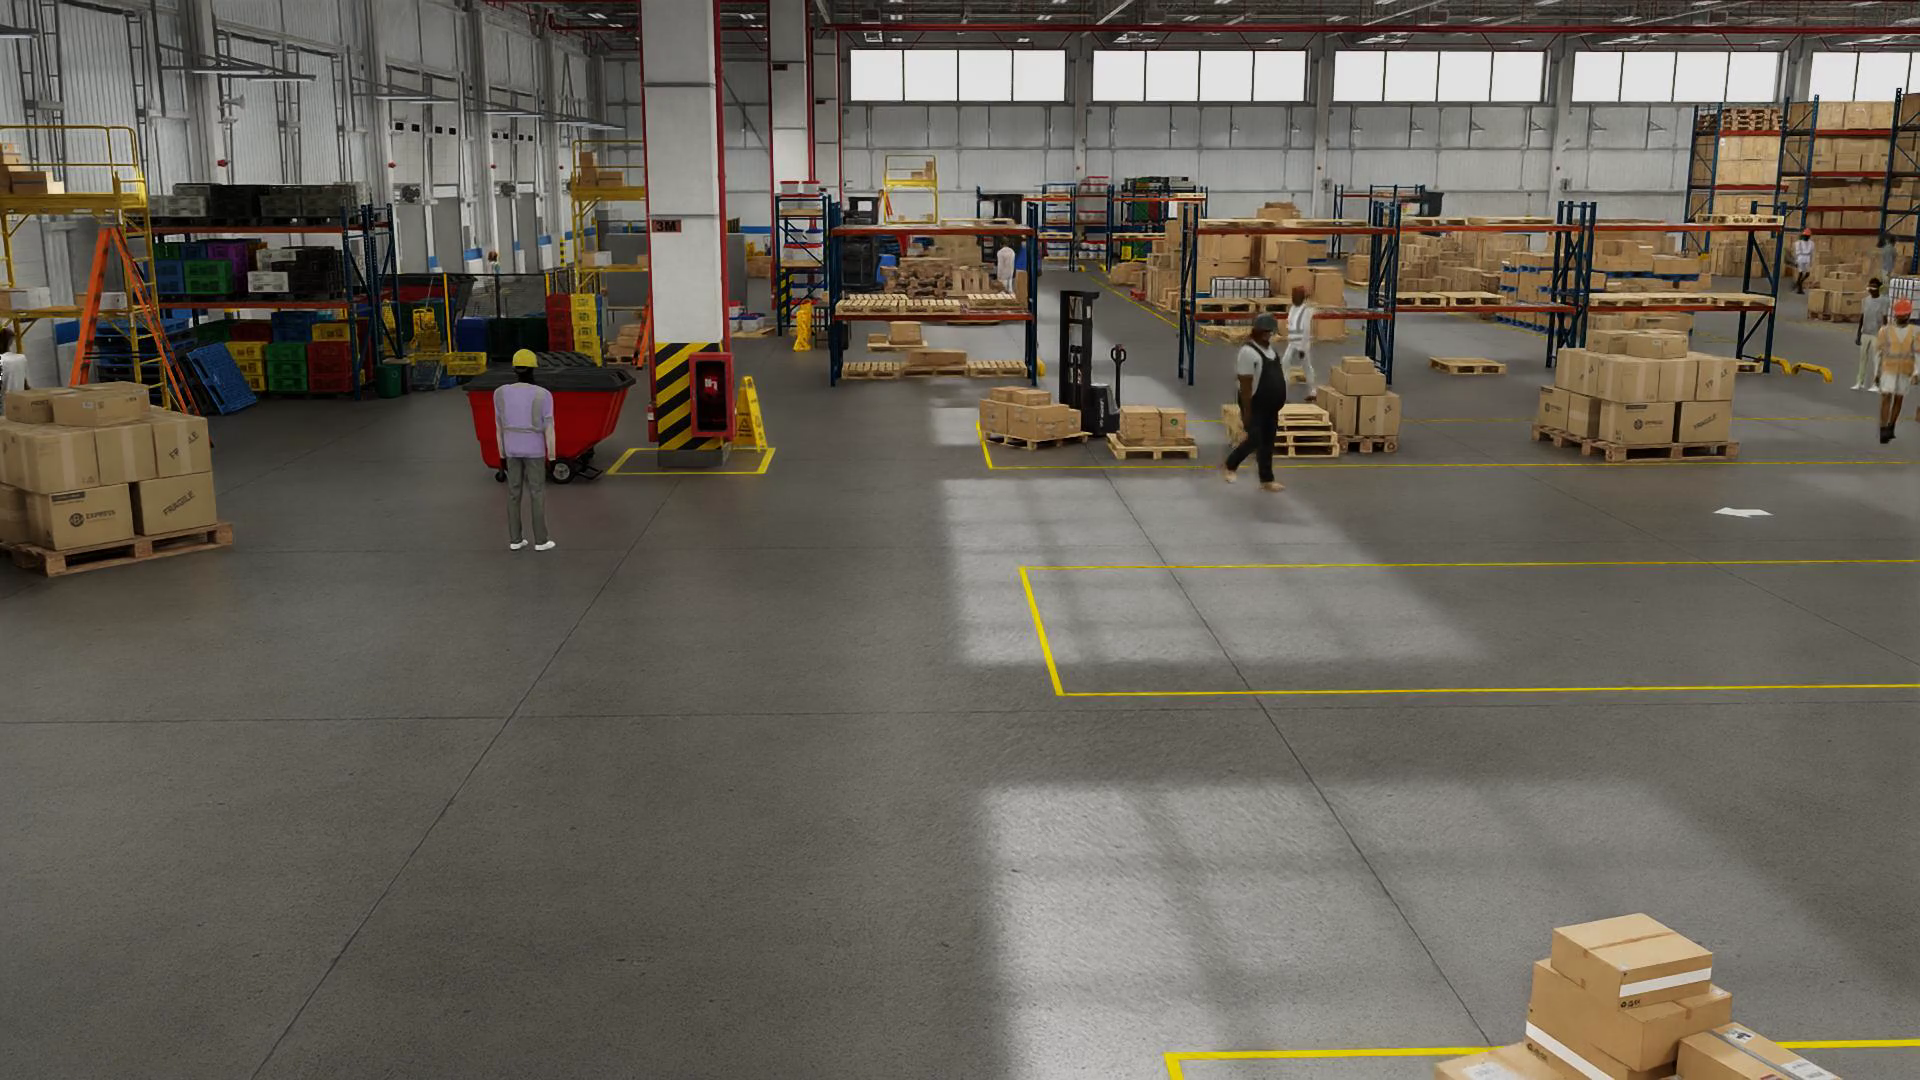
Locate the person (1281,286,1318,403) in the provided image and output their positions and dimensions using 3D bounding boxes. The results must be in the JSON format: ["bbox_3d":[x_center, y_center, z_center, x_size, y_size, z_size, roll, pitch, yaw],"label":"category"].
[{"bbox_3d":[5.197,-3.002,25.684,1.008,1.826,0.585,-5,13,-21],"label":"person"}]

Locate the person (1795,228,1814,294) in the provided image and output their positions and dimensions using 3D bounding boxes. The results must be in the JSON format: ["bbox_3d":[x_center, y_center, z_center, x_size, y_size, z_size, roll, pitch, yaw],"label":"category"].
[{"bbox_3d":[24.849,-8.211,48.983,0.559,1.925,0.477,0,12,-2],"label":"person"}]

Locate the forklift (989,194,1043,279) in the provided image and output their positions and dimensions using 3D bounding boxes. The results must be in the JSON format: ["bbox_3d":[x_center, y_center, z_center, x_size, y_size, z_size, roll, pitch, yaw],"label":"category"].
[{"bbox_3d":[1.737,-10.151,55.554,1.873,2.768,1.129,-7,14,-28],"label":"forklift"}]

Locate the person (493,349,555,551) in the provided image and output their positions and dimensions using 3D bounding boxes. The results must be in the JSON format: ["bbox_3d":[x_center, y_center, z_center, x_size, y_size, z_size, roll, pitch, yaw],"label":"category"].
[{"bbox_3d":[-4.098,-0.846,15.745,0.581,1.919,0.400,1,13,6],"label":"person"}]

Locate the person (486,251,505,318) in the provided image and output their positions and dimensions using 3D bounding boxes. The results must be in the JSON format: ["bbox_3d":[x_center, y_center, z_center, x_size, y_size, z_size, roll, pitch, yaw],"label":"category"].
[{"bbox_3d":[-11.454,-6.268,40.867,0.529,1.629,0.323,11,17,42],"label":"person"}]

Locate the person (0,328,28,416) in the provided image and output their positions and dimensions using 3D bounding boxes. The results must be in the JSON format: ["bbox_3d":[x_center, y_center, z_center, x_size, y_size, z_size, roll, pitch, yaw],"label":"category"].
[{"bbox_3d":[-10.569,-1.427,18.520,0.404,1.862,0.584,2,13,9],"label":"person"}]

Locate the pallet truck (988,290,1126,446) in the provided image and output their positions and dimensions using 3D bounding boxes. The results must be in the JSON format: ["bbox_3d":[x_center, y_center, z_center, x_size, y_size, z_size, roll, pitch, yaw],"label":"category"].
[{"bbox_3d":[1.257,-2.299,22.111,1.885,1.965,0.823,-9,15,-35],"label":"pallet truck"}]

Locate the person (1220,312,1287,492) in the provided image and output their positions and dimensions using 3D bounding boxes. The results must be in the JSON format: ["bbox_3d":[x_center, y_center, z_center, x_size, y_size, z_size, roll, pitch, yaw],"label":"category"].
[{"bbox_3d":[3.342,-1.547,18.618,0.653,2.000,0.694,10,16,38],"label":"person"}]

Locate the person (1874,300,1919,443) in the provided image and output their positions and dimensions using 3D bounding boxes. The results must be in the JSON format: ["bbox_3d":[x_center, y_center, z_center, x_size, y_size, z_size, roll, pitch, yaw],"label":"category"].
[{"bbox_3d":[12.461,-2.240,22.120,0.547,1.888,0.981,5,14,23],"label":"person"}]

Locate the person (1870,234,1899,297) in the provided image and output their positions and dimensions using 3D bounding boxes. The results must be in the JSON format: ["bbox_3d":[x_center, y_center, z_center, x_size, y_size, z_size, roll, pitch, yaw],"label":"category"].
[{"bbox_3d":[24.712,-7.185,44.330,0.537,1.928,0.645,6,14,27],"label":"person"}]

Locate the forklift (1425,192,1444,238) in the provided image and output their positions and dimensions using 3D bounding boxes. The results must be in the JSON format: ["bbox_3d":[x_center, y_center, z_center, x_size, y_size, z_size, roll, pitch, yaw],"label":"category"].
[{"bbox_3d":[17.051,-11.125,59.952,1.873,2.768,1.129,0,12,-2],"label":"forklift"}]

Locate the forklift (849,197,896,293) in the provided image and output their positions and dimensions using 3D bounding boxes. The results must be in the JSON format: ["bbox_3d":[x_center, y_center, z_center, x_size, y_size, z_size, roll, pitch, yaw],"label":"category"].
[{"bbox_3d":[-2.825,-8.797,49.440,1.129,2.768,1.873,8,15,32],"label":"forklift"}]

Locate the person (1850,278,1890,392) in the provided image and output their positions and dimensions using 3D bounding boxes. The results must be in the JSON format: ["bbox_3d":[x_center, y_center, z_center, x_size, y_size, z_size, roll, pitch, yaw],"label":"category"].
[{"bbox_3d":[14.914,-3.356,27.209,0.325,1.860,0.512,-6,14,-26],"label":"person"}]

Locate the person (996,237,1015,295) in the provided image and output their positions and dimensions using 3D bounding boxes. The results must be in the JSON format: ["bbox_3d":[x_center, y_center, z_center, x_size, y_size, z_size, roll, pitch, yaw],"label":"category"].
[{"bbox_3d":[1.140,-6.677,42.013,0.353,1.936,0.635,10,16,38],"label":"person"}]
